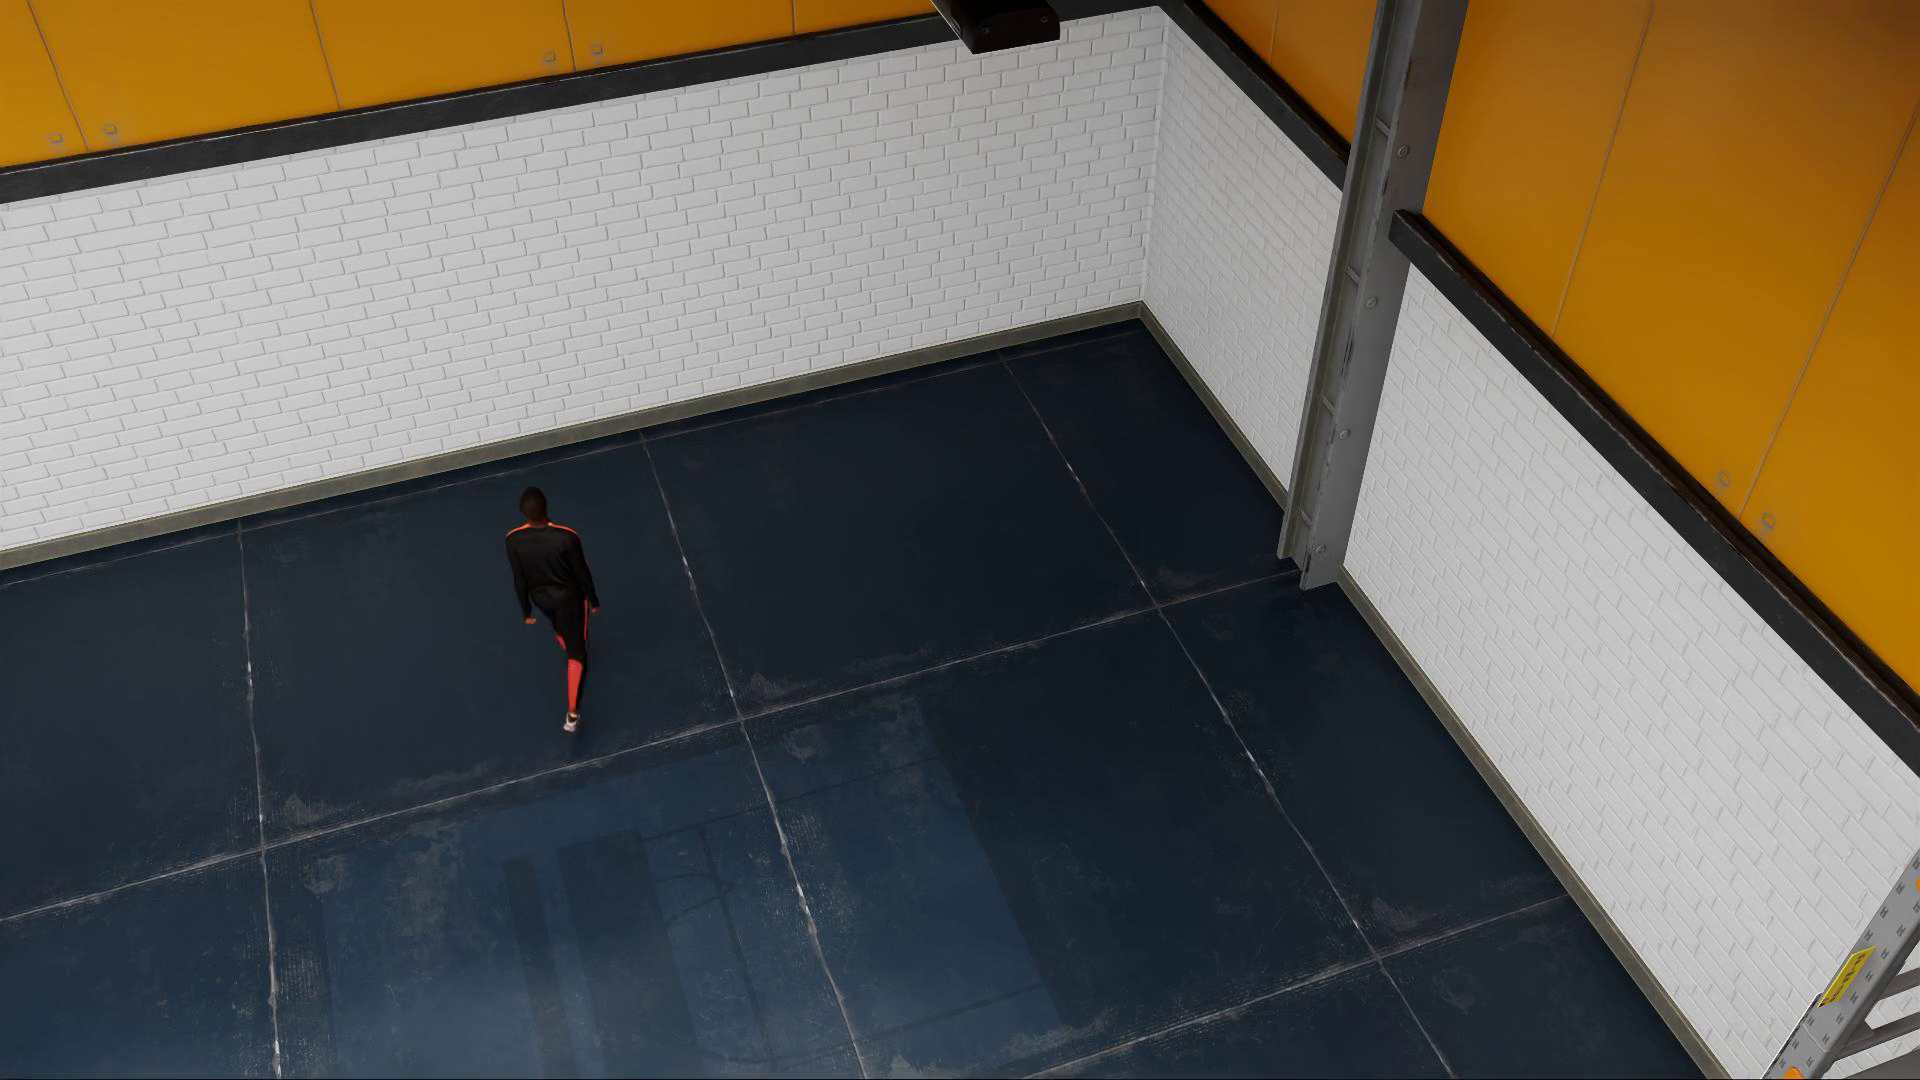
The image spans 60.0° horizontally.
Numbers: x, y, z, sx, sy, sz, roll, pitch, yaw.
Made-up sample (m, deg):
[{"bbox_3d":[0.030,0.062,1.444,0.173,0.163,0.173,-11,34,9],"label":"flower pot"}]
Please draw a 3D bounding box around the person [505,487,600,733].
[{"bbox_3d":[-2.519,0.432,10.381,0.908,1.776,1.249,0,44,0],"label":"person"}]
